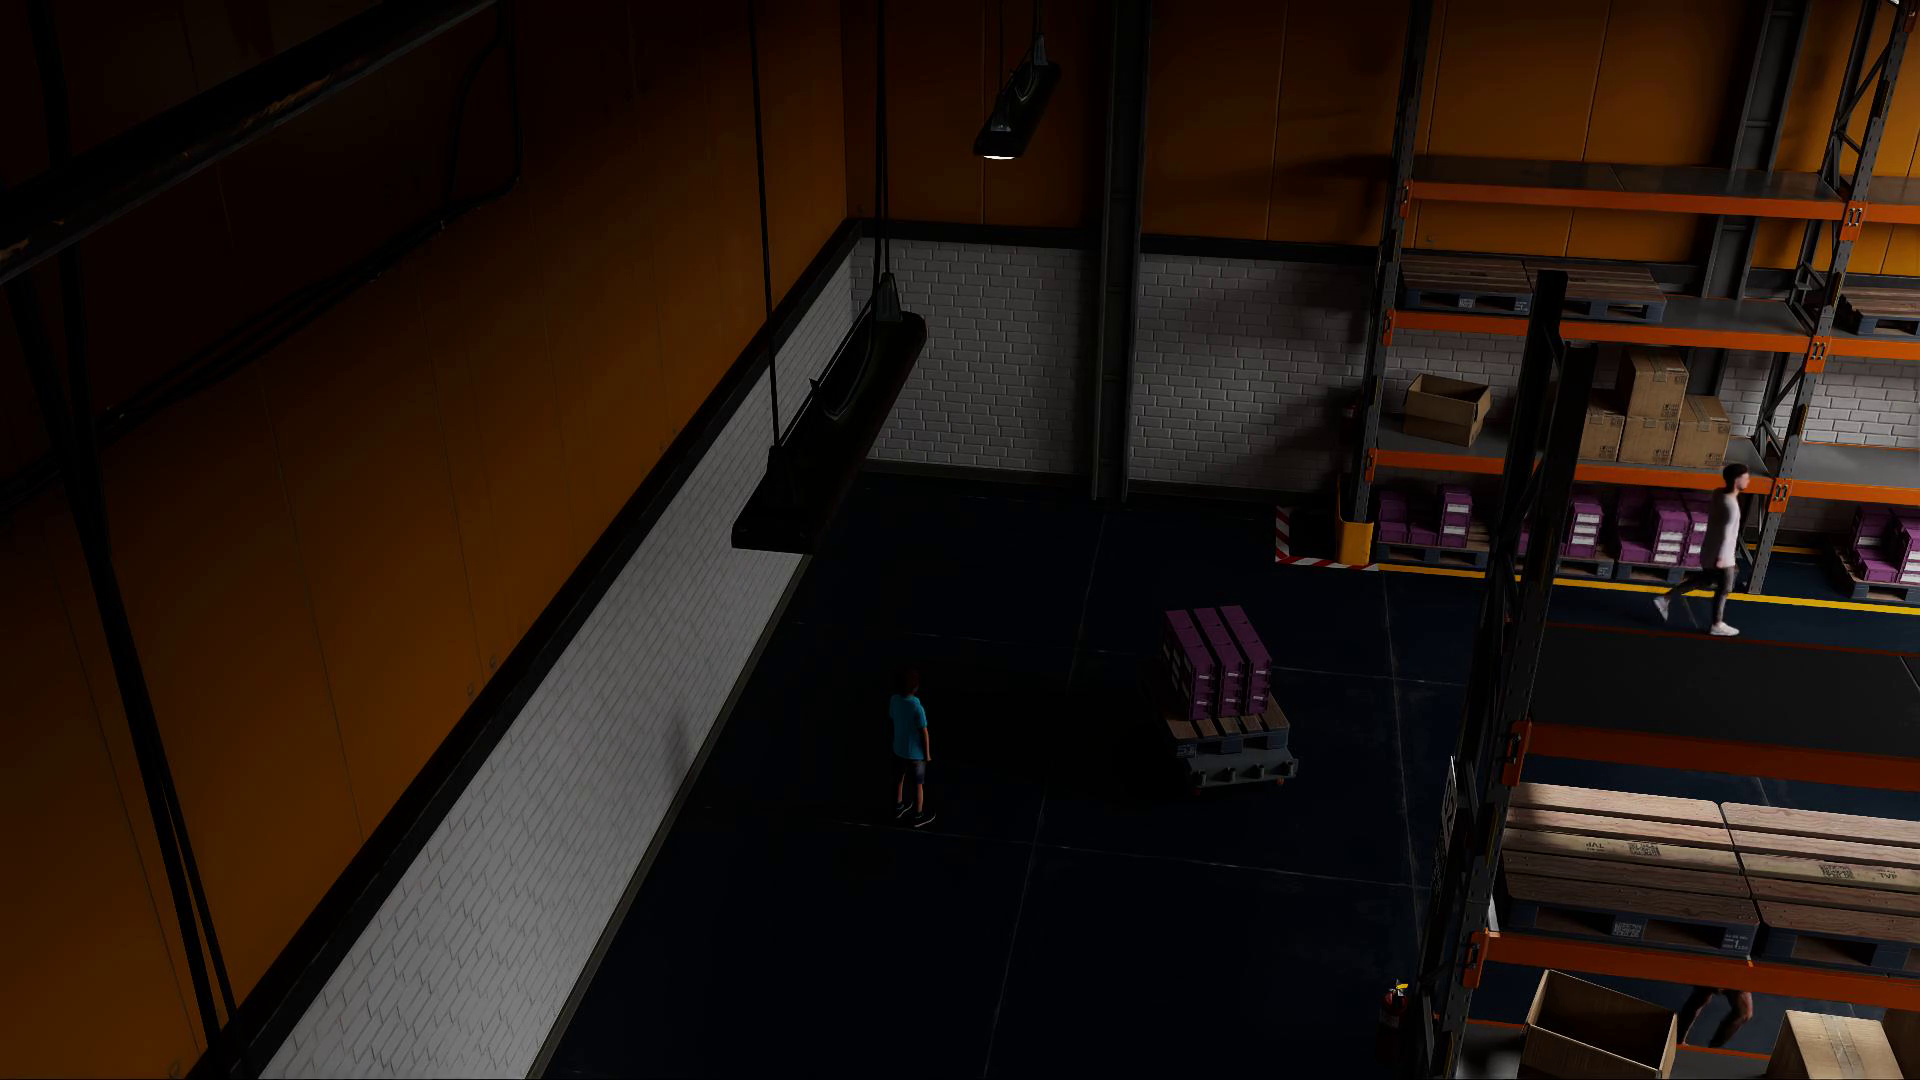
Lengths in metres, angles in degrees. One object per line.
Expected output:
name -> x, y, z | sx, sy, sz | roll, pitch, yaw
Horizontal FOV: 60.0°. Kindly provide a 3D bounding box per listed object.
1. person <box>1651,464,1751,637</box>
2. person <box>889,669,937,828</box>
person -> 7.192, 0.092, 15.939 | 1.045, 1.819, 0.661 | 5, 29, 9
person -> -0.415, 1.658, 13.453 | 0.544, 1.449, 0.651 | 20, 35, 33
